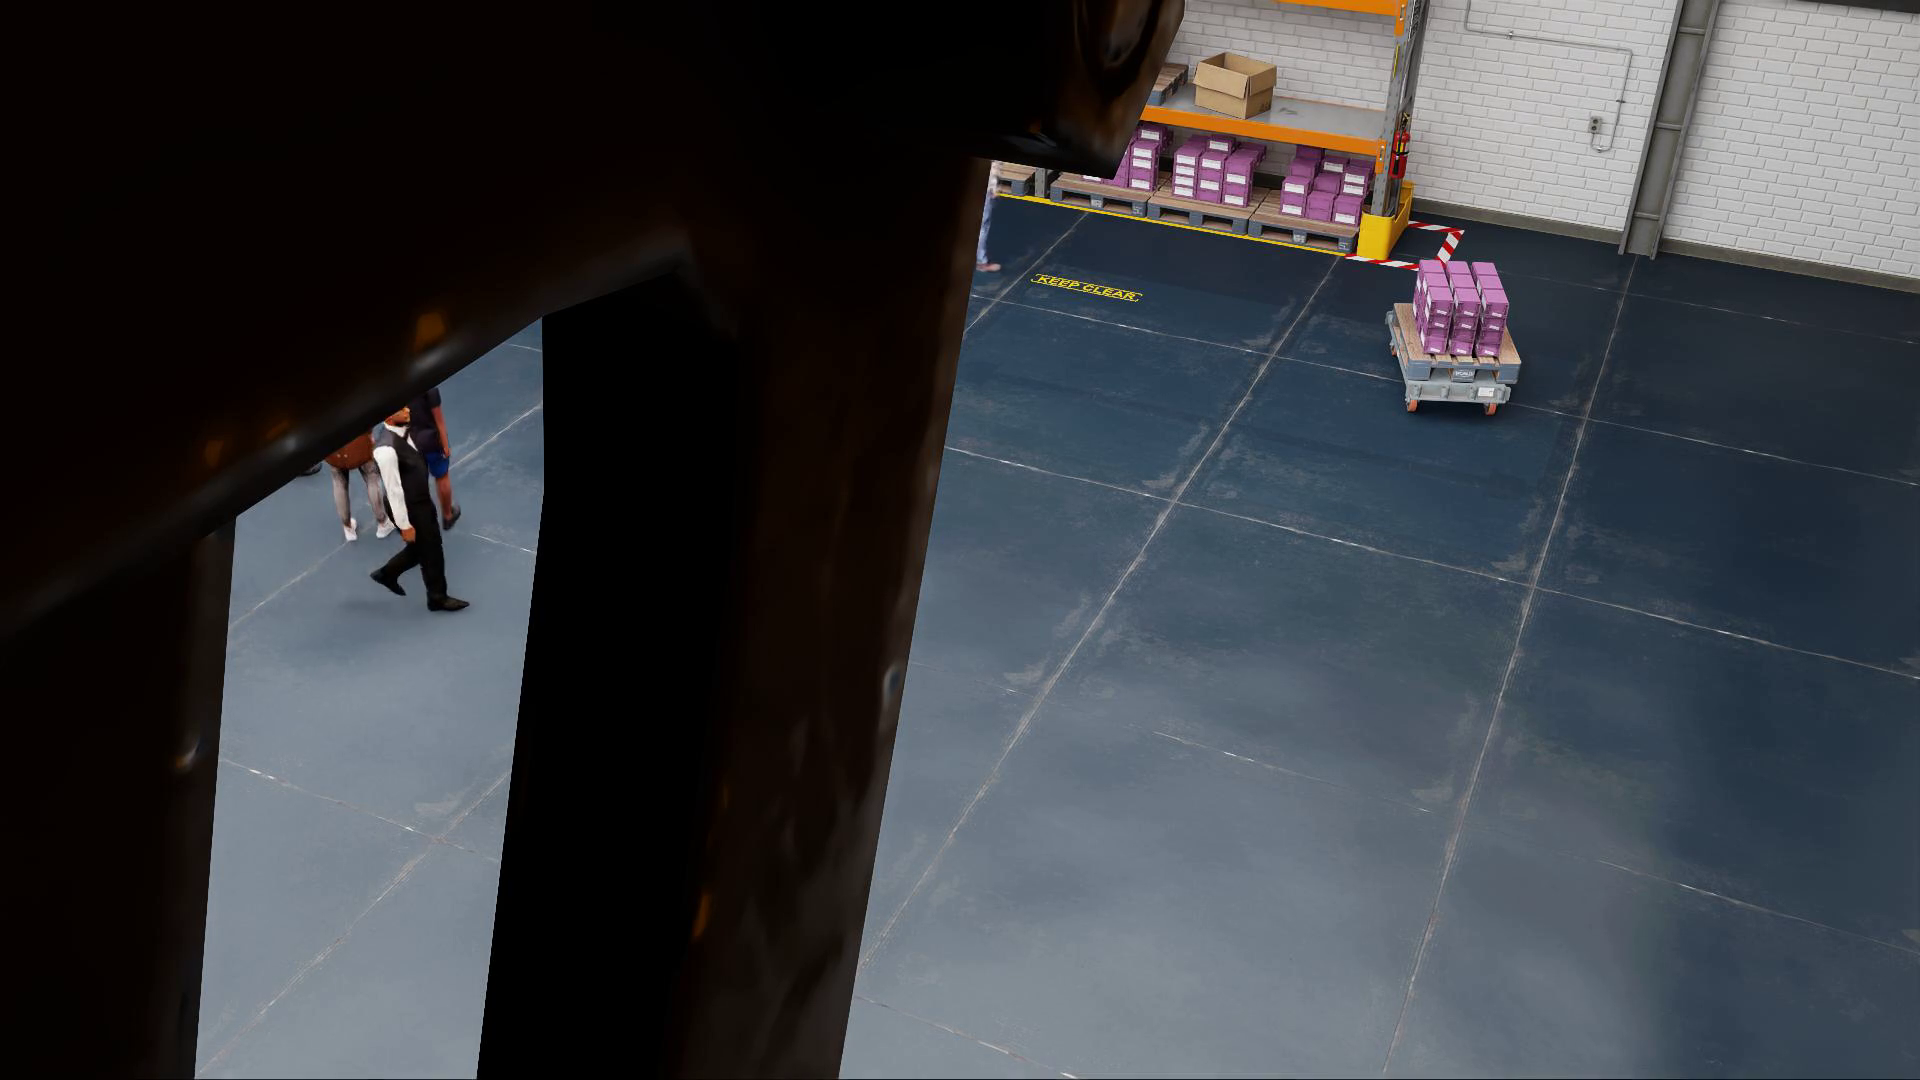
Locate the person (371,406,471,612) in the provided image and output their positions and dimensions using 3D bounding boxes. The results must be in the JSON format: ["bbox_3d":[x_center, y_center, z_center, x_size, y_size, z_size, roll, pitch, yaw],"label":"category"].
[{"bbox_3d":[-4.193,-0.260,12.440,1.094,1.902,0.960,-2,34,-3],"label":"person"}]

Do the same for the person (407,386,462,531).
[{"bbox_3d":[-4.344,-0.760,13.305,0.998,1.776,0.891,4,34,6],"label":"person"}]
